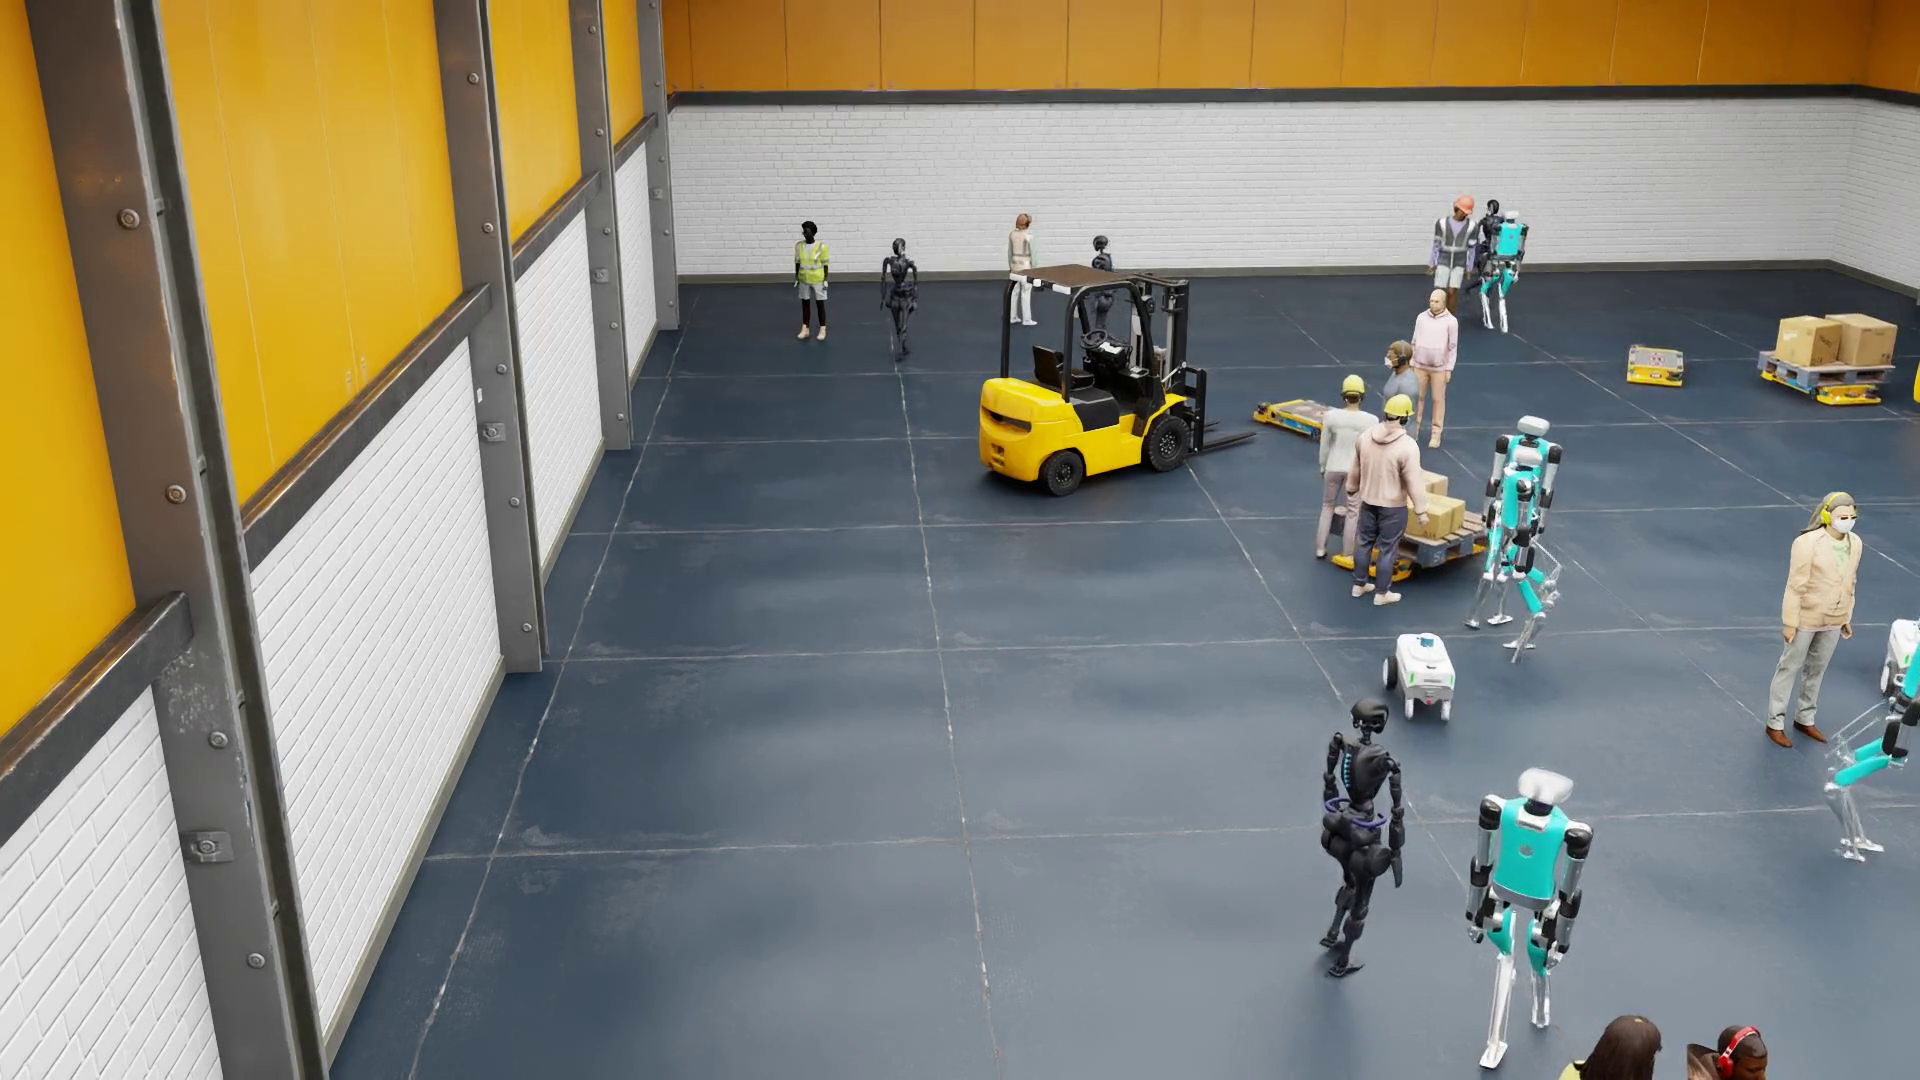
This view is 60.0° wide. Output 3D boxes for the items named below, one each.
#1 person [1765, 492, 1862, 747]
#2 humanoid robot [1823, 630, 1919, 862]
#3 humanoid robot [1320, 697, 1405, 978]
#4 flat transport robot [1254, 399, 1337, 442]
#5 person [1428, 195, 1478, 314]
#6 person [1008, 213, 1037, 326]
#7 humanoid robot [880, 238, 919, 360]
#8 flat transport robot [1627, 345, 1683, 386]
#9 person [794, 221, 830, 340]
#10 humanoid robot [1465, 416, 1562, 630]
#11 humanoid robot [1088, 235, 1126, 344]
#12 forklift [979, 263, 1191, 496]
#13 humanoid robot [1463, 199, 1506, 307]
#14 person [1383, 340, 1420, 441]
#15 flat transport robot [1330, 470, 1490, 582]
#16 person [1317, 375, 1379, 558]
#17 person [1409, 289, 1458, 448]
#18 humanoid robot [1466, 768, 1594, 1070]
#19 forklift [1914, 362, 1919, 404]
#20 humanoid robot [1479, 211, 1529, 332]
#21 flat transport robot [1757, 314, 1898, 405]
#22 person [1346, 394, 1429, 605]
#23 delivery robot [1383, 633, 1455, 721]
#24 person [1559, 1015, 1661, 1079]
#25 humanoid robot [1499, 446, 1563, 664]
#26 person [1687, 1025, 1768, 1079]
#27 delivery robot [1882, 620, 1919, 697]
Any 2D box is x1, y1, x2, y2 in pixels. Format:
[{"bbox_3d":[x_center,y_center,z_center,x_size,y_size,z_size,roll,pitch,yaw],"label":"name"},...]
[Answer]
[{"bbox_3d":[6.067,0.547,11.808,0.552,1.876,0.409,-5,21,-13],"label":"person"},{"bbox_3d":[5.677,1.169,10.301,0.698,1.774,0.540,12,23,30],"label":"humanoid robot"},{"bbox_3d":[2.199,1.623,9.163,0.423,1.645,0.591,-14,24,-33],"label":"humanoid robot"},{"bbox_3d":[4.160,-1.380,19.387,0.659,0.231,1.431,-13,24,-31],"label":"flat transport robot"},{"bbox_3d":[7.073,-3.975,23.946,0.653,1.998,0.531,6,21,16],"label":"person"},{"bbox_3d":[0.917,-3.976,24.470,0.522,1.636,0.308,18,27,40],"label":"person"},{"bbox_3d":[-0.835,-3.264,22.504,0.601,1.628,0.713,10,22,25],"label":"humanoid robot"},{"bbox_3d":[9.140,-2.291,21.871,0.659,0.231,1.431,8,22,20],"label":"flat transport robot"},{"bbox_3d":[-2.103,-3.676,23.567,0.538,1.695,0.318,7,21,19],"label":"person"},{"bbox_3d":[4.543,-0.079,13.735,0.609,1.791,0.834,9,22,23],"label":"humanoid robot"},{"bbox_3d":[2.028,-3.332,22.655,0.506,1.641,0.599,7,21,19],"label":"humanoid robot"},{"bbox_3d":[1.315,-1.764,17.646,2.313,2.155,1.214,-14,24,-33],"label":"forklift"},{"bbox_3d":[8.133,-4.460,25.742,0.599,1.646,0.496,-9,22,-23],"label":"humanoid robot"},{"bbox_3d":[4.147,-0.952,15.821,0.378,1.935,0.627,2,20,5],"label":"person"},{"bbox_3d":[4.176,0.078,15.414,1.431,0.231,0.659,-15,25,-35],"label":"flat transport robot"},{"bbox_3d":[3.538,-0.639,15.218,0.521,1.752,0.401,9,22,24],"label":"person"},{"bbox_3d":[5.308,-1.939,18.712,0.523,1.783,0.401,13,24,31],"label":"person"},{"bbox_3d":[2.910,1.891,8.442,0.557,1.856,0.863,13,24,31],"label":"humanoid robot"},{"bbox_3d":[12.602,-2.435,19.475,2.313,2.155,1.214,-1,20,-4],"label":"forklift"},{"bbox_3d":[7.828,-3.911,24.163,0.547,1.795,0.710,-2,20,-5],"label":"humanoid robot"},{"bbox_3d":[10.879,-1.976,21.012,0.659,0.231,1.431,-3,20,-9],"label":"flat transport robot"},{"bbox_3d":[3.633,-0.341,14.260,0.436,1.855,0.814,-17,26,-38],"label":"person"},{"bbox_3d":[3.492,0.987,12.519,0.499,0.592,0.791,2,20,6],"label":"delivery robot"},{"bbox_3d":[2.430,2.600,6.377,0.363,1.763,0.470,-10,22,-25],"label":"person"},{"bbox_3d":[4.564,0.160,13.134,0.708,1.844,0.546,1,20,3],"label":"humanoid robot"},{"bbox_3d":[2.935,2.593,6.568,0.462,1.647,0.308,-8,22,-20],"label":"person"},{"bbox_3d":[7.368,0.883,12.764,0.499,0.564,0.739,7,21,19],"label":"delivery robot"}]
